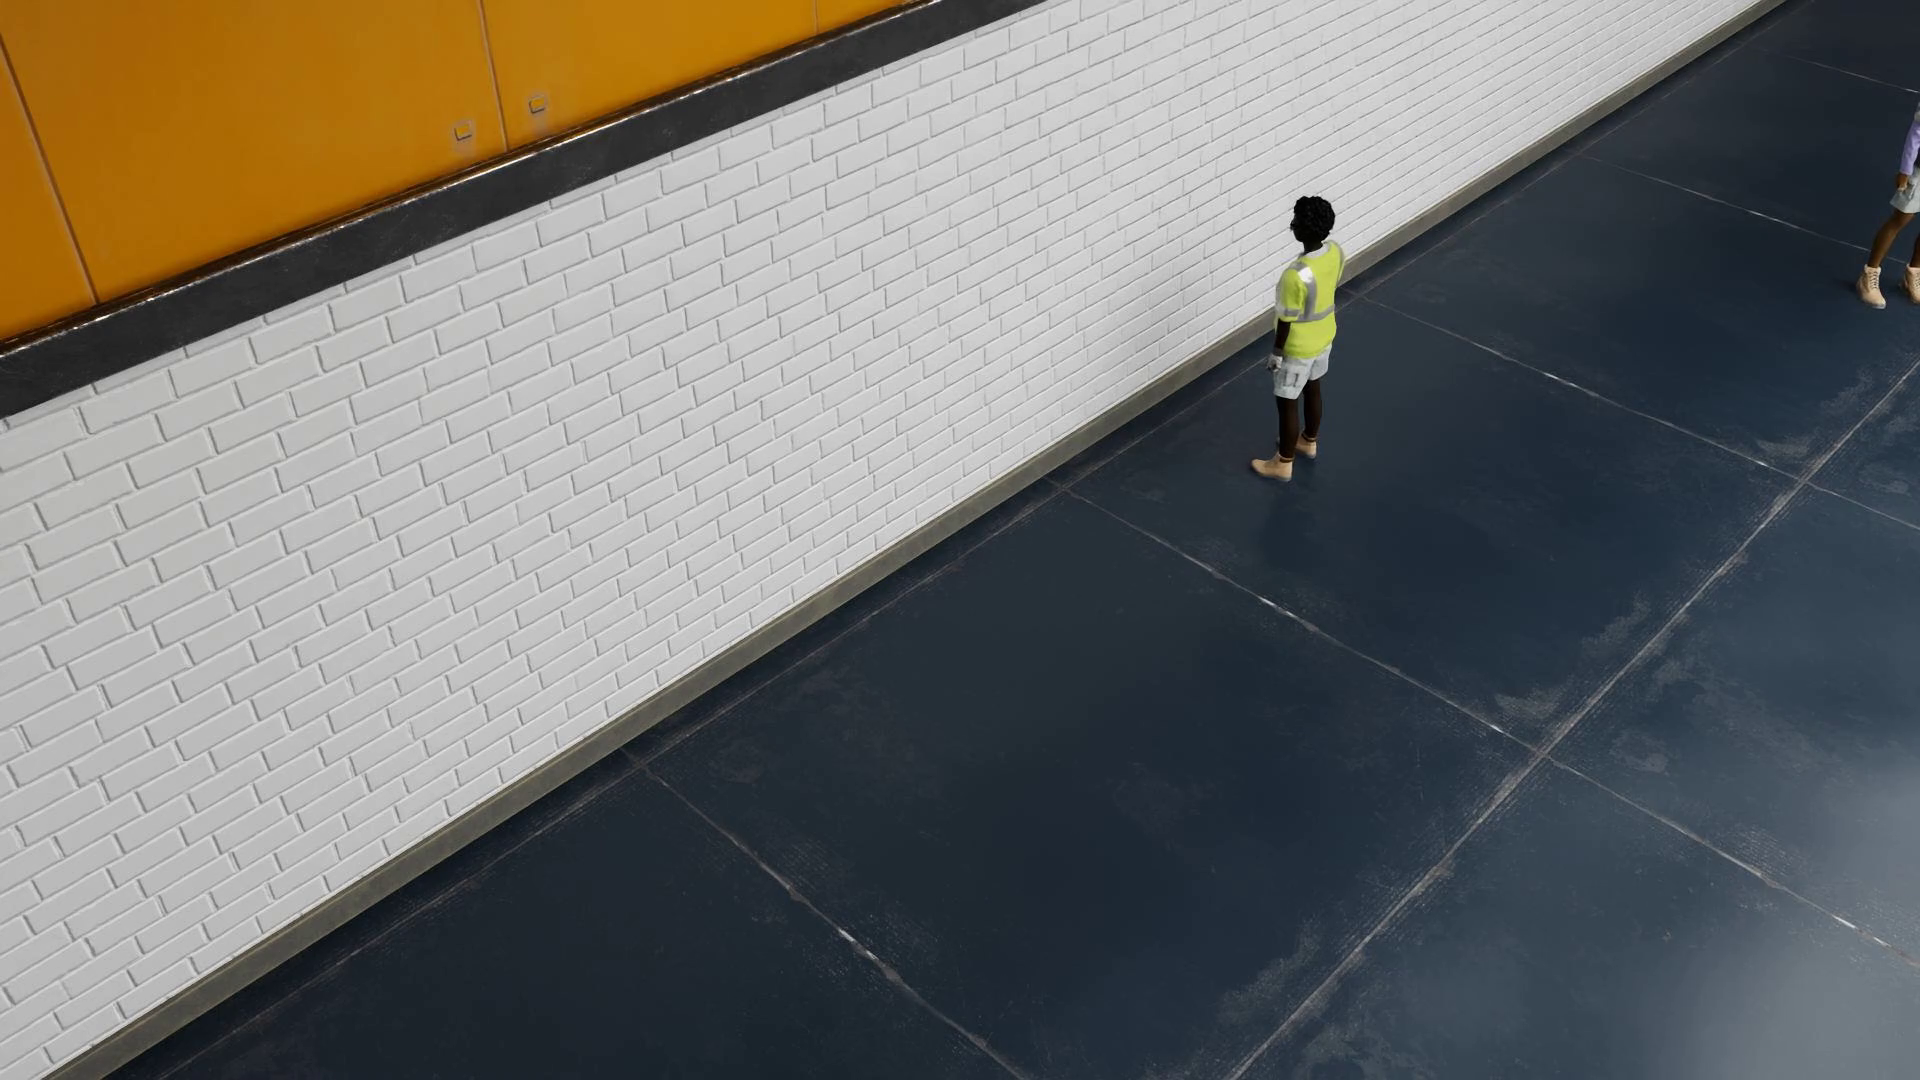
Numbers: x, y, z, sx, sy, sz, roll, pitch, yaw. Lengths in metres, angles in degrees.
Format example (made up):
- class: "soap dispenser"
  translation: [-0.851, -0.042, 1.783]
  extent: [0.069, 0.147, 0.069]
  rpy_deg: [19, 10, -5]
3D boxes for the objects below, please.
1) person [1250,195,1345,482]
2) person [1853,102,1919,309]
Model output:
- class: "person"
  translation: [1.880, -1.105, 9.165]
  extent: [0.322, 1.691, 0.531]
  rpy_deg: [27, 46, 29]
- class: "person"
  translation: [6.244, -2.382, 10.492]
  extent: [0.601, 2.034, 0.414]
  rpy_deg: [-1, 39, -1]
